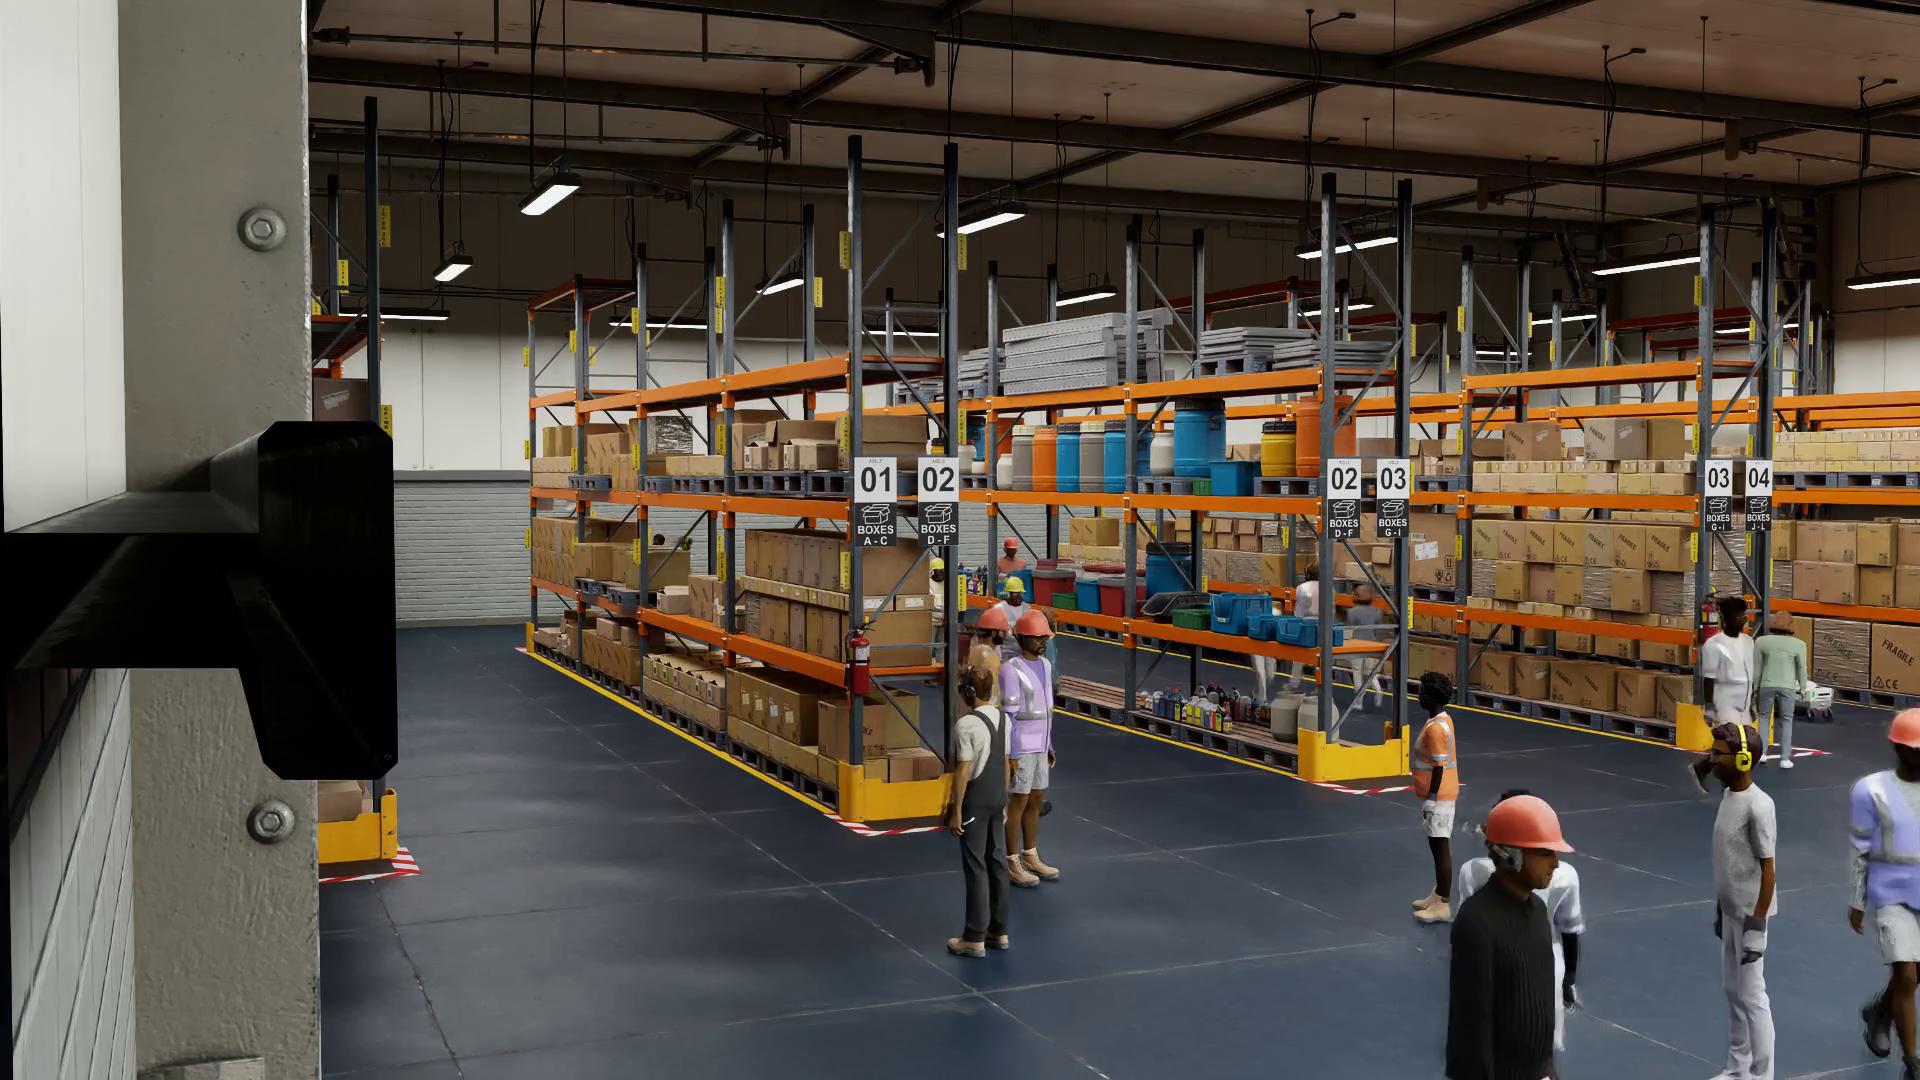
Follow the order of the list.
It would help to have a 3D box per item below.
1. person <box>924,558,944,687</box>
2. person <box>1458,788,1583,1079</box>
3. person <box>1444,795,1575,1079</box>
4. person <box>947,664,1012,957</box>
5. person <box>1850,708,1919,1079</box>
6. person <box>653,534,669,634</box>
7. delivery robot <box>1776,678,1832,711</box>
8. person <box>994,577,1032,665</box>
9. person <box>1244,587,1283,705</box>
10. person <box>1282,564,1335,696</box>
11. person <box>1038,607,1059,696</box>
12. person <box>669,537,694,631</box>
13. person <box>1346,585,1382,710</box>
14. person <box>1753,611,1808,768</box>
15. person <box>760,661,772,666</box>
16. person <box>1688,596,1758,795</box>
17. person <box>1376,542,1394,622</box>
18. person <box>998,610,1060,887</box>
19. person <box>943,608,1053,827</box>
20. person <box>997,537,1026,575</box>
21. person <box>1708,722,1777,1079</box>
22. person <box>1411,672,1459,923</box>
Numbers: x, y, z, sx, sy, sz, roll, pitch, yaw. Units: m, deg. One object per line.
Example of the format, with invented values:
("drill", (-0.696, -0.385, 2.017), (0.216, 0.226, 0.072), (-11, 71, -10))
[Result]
("person", (-0.328, 1.170, 25.666), (0.590, 1.837, 0.403), (-2, 3, -40))
("person", (2.447, 1.935, 7.809), (0.540, 1.680, 0.667), (0, 2, 8))
("person", (1.863, 1.858, 6.336), (0.626, 1.946, 1.028), (-2, 3, -44))
("person", (0.135, 1.713, 11.483), (0.330, 1.839, 0.502), (2, 3, 39))
("person", (4.787, 1.779, 9.077), (0.554, 1.910, 0.920), (0, 2, 4))
("person", (-5.541, 0.845, 33.059), (0.593, 1.922, 0.392), (2, 3, 43))
("delivery robot", (10.439, 1.906, 22.212), (0.477, 0.478, 0.707), (-1, 3, -20))
("person", (0.686, 1.351, 21.249), (0.626, 1.806, 0.715), (-1, 3, -32))
("person", (3.805, 1.393, 22.601), (0.520, 1.617, 0.698), (-1, 2, -15))
("person", (4.744, 1.229, 24.427), (0.664, 1.809, 0.851), (-1, 2, -22))
("person", (0.875, 1.522, 19.371), (0.328, 1.613, 0.636), (-1, 2, -20))
("person", (-5.394, 0.841, 34.489), (0.619, 1.820, 0.535), (2, 3, 38))
("person", (5.172, 1.379, 22.897), (0.514, 1.617, 0.500), (-1, 2, -19))
("person", (8.475, 1.544, 18.539), (0.531, 1.628, 0.296), (1, 3, 31))
("person", (-2.851, 1.073, 26.400), (0.634, 1.973, 0.572), (-1, 2, -23))
("person", (6.963, 1.471, 16.349), (0.603, 1.950, 0.698), (-1, 3, -30))
("person", (7.099, 0.961, 30.389), (0.627, 1.890, 0.624), (-1, 2, -28))
("person", (0.540, 1.538, 13.392), (0.375, 2.042, 0.615), (1, 3, 33))
("person", (0.291, 1.532, 15.495), (0.992, 1.880, 0.569), (-1, 2, -20))
("person", (0.833, 0.943, 29.546), (0.626, 1.991, 0.390), (-1, 2, -23))
("person", (3.739, 1.807, 8.602), (0.330, 1.872, 0.512), (0, 2, 5))
("person", (3.261, 1.751, 12.299), (0.318, 1.697, 0.535), (1, 2, 16))
